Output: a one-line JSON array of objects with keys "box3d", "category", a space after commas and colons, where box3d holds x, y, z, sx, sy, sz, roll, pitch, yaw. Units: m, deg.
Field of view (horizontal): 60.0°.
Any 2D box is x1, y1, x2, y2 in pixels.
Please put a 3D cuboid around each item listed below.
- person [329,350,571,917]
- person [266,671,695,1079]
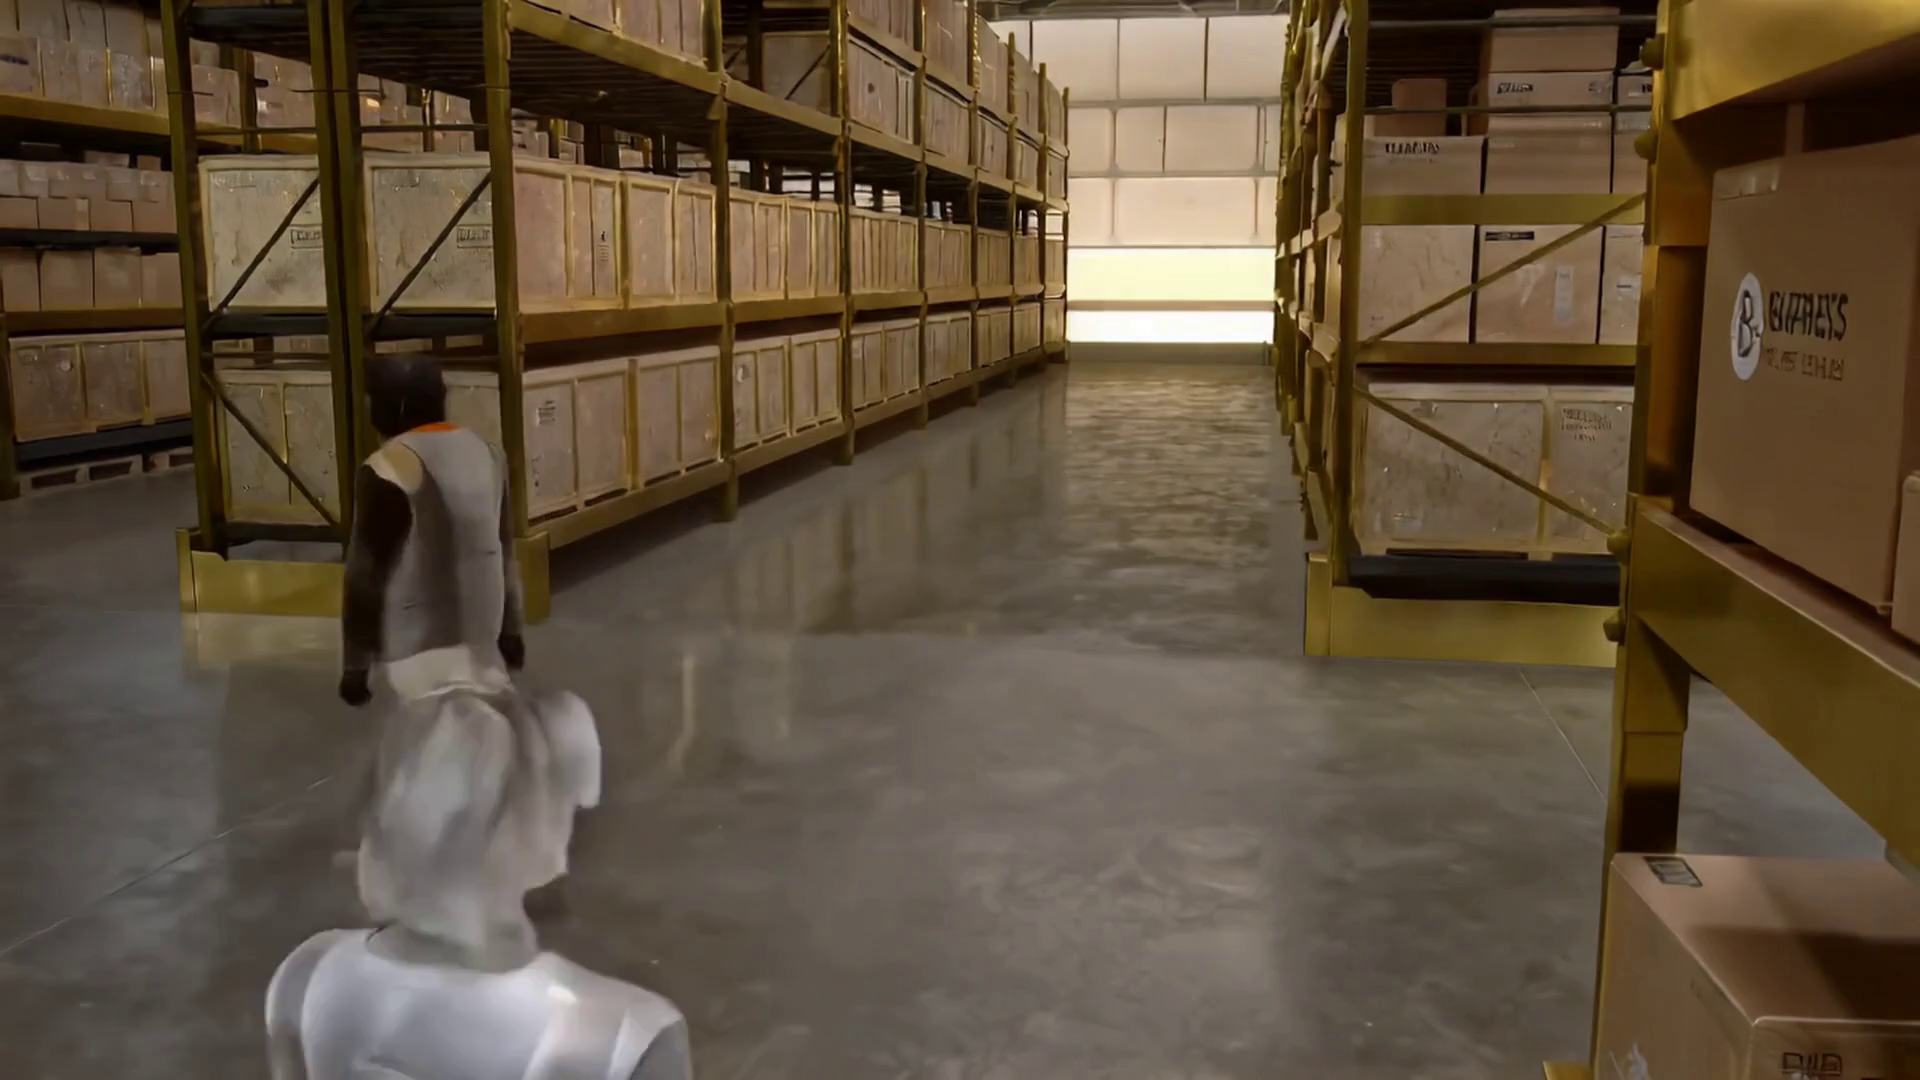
[{"box3d": [-1.636, 0.300, 5.236, 0.992, 1.792, 0.628, 3, 10, 17], "category": "person"}, {"box3d": [-0.451, 0.937, 1.768, 0.556, 1.617, 0.585, 4, 10, 22], "category": "person"}]
